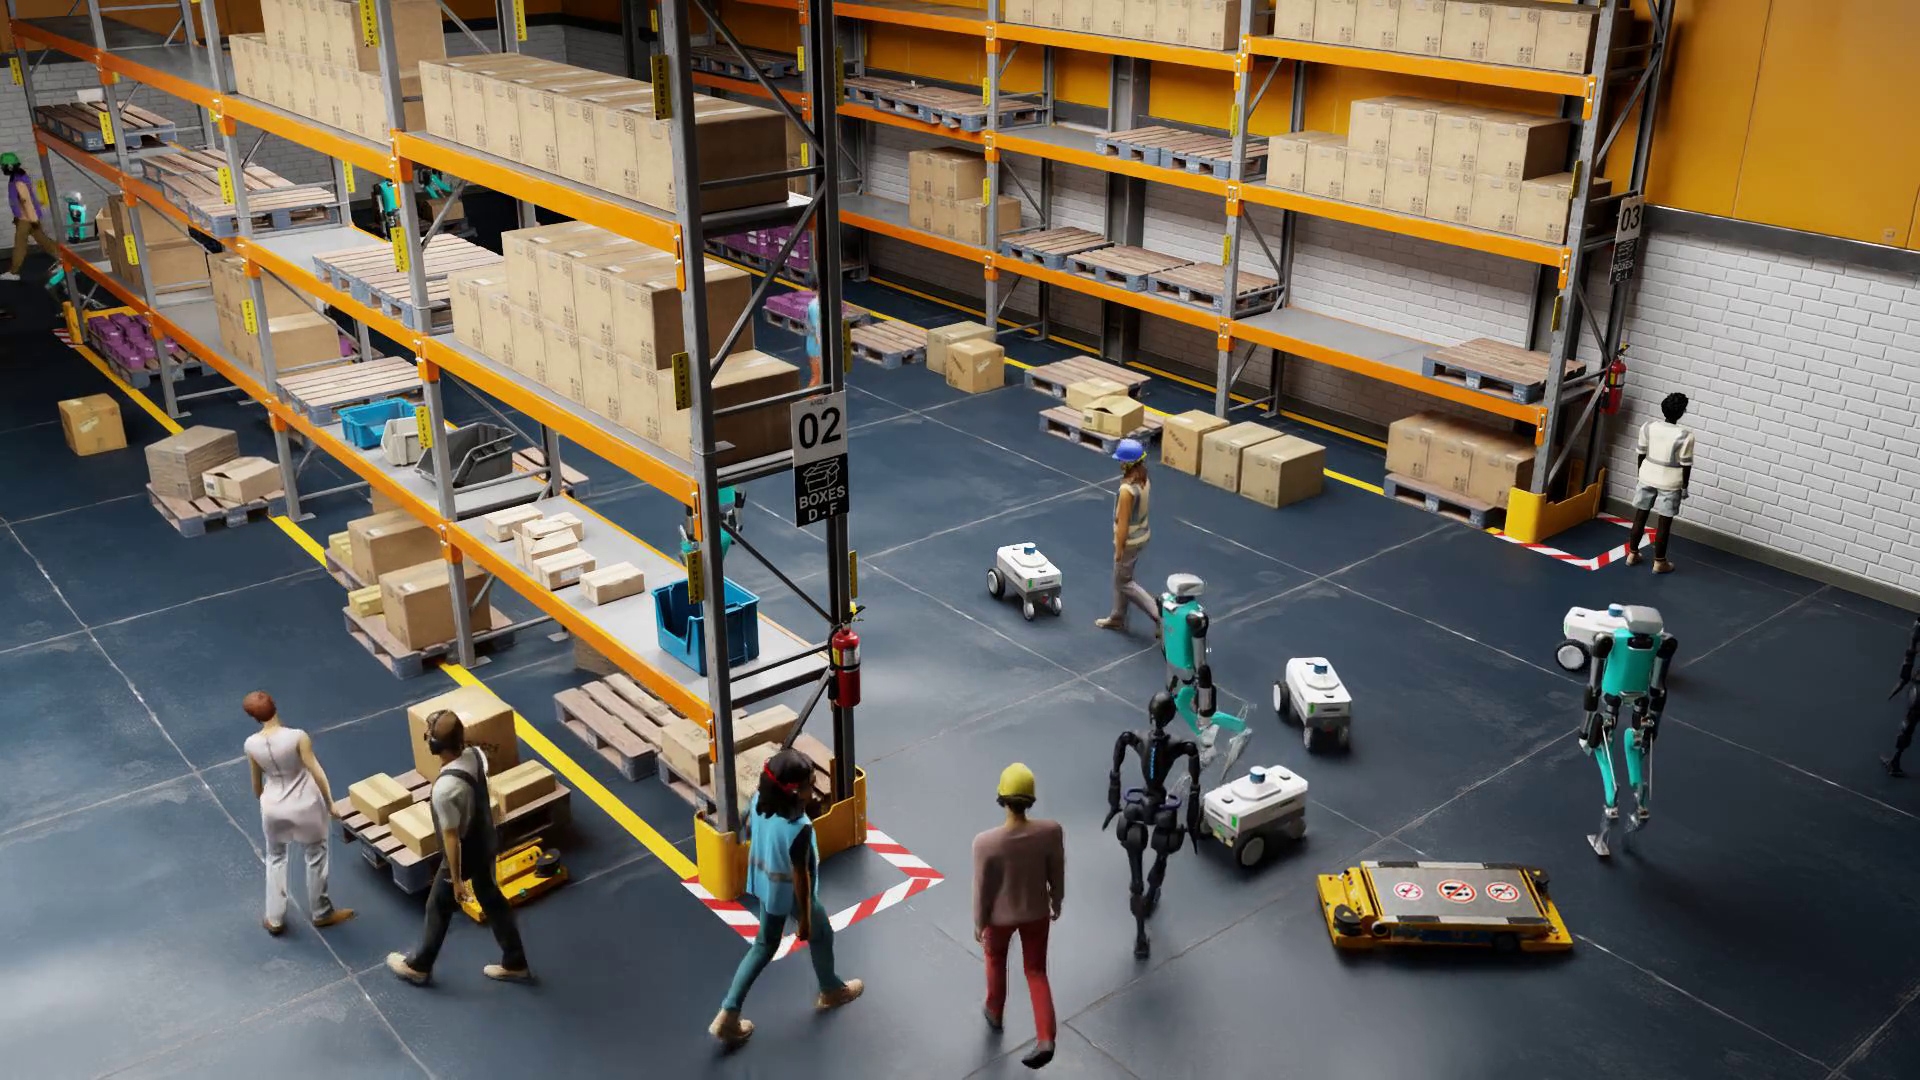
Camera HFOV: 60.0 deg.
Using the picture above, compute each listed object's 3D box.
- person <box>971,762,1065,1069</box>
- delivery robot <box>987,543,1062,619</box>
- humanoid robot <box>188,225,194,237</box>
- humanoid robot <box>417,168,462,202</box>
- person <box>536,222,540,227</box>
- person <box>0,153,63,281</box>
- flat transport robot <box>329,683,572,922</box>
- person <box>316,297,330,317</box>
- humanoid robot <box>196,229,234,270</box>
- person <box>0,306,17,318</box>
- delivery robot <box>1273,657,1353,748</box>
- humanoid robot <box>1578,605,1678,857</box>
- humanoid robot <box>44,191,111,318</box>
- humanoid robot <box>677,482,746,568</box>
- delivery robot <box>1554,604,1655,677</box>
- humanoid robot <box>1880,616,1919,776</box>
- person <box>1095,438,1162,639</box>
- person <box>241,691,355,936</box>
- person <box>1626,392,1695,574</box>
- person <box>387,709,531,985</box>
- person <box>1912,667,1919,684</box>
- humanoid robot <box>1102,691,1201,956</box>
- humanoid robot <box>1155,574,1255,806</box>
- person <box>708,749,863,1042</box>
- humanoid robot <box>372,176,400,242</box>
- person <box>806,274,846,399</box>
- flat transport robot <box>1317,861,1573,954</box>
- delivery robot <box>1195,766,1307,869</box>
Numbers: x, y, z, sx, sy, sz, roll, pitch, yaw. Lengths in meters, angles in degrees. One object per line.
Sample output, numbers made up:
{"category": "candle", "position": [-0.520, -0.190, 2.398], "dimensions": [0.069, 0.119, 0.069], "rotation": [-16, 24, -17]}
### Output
{"category": "person", "position": [0.339, 2.056, 9.040], "dimensions": [0.541, 1.734, 0.739], "rotation": [-6, 24, -13]}
{"category": "delivery robot", "position": [0.594, 0.311, 14.568], "dimensions": [0.499, 0.599, 0.784], "rotation": [-10, 25, -21]}
{"category": "humanoid robot", "position": [-11.753, -4.802, 25.025], "dimensions": [0.589, 1.653, 0.567], "rotation": [10, 25, 21]}
{"category": "humanoid robot", "position": [-8.641, -6.033, 27.805], "dimensions": [0.995, 1.774, 0.530], "rotation": [9, 25, 19]}
{"category": "person", "position": [-5.156, -2.971, 20.461], "dimensions": [0.412, 1.908, 0.637], "rotation": [13, 26, 27]}
{"category": "person", "position": [-13.989, -4.848, 24.840], "dimensions": [1.018, 1.873, 0.576], "rotation": [-14, 27, -29]}
{"category": "flat transport robot", "position": [-3.269, 2.018, 10.969], "dimensions": [1.431, 0.231, 0.659], "rotation": [21, 31, 40]}
{"category": "person", "position": [-8.032, -2.884, 20.482], "dimensions": [0.567, 1.727, 0.717], "rotation": [-18, 29, -35]}
{"category": "humanoid robot", "position": [-10.232, -3.940, 23.005], "dimensions": [0.534, 1.642, 0.611], "rotation": [12, 26, 27]}
{"category": "person", "position": [-13.601, -3.899, 22.709], "dimensions": [0.891, 1.840, 0.551], "rotation": [-8, 25, -18]}
{"category": "delivery robot", "position": [2.695, 1.177, 12.542], "dimensions": [0.499, 0.583, 0.775], "rotation": [-2, 23, -4]}
{"category": "humanoid robot", "position": [4.313, 1.342, 10.703], "dimensions": [0.545, 1.817, 0.663], "rotation": [-1, 23, -2]}
{"category": "humanoid robot", "position": [-12.276, -3.866, 22.742], "dimensions": [0.936, 1.731, 0.553], "rotation": [-10, 25, -21]}
{"category": "humanoid robot", "position": [-2.156, -0.128, 14.154], "dimensions": [0.567, 1.825, 0.760], "rotation": [-15, 28, -32]}
{"category": "delivery robot", "position": [5.249, 0.800, 13.412], "dimensions": [0.756, 0.580, 0.499], "rotation": [14, 27, 30]}
{"category": "humanoid robot", "position": [6.812, 1.001, 11.563], "dimensions": [0.595, 1.637, 0.646], "rotation": [6, 24, 13]}
{"category": "person", "position": [1.475, 0.008, 13.750], "dimensions": [0.643, 1.760, 0.470], "rotation": [10, 25, 23]}
{"category": "person", "position": [-4.082, 1.668, 10.067], "dimensions": [0.582, 1.632, 0.325], "rotation": [2, 23, 5]}
{"category": "person", "position": [6.348, -0.521, 15.047], "dimensions": [0.318, 1.696, 0.534], "rotation": [-19, 29, -36]}
{"category": "person", "position": [-2.974, 1.784, 9.581], "dimensions": [0.933, 1.801, 0.523], "rotation": [6, 24, 13]}
{"category": "person", "position": [7.805, 0.270, 12.939], "dimensions": [0.547, 1.924, 0.387], "rotation": [13, 27, 28]}
{"category": "humanoid robot", "position": [1.156, 1.668, 10.050], "dimensions": [0.599, 1.630, 0.674], "rotation": [7, 24, 16]}
{"category": "humanoid robot", "position": [1.709, 1.041, 11.413], "dimensions": [0.847, 1.790, 0.587], "rotation": [-11, 26, -24]}
{"category": "person", "position": [-0.991, 1.946, 9.177], "dimensions": [0.955, 1.824, 0.544], "rotation": [-20, 31, -39]}
{"category": "humanoid robot", "position": [-8.031, -4.480, 24.003], "dimensions": [0.533, 1.673, 0.735], "rotation": [-19, 30, -36]}
{"category": "person", "position": [-1.532, -2.127, 18.699], "dimensions": [0.450, 1.752, 0.511], "rotation": [5, 24, 11]}
{"category": "flat transport robot", "position": [3.002, 2.282, 10.359], "dimensions": [1.431, 0.231, 0.659], "rotation": [1, 23, 2]}
{"category": "delivery robot", "position": [1.967, 1.793, 11.117], "dimensions": [0.783, 0.584, 0.499], "rotation": [-15, 27, -31]}
